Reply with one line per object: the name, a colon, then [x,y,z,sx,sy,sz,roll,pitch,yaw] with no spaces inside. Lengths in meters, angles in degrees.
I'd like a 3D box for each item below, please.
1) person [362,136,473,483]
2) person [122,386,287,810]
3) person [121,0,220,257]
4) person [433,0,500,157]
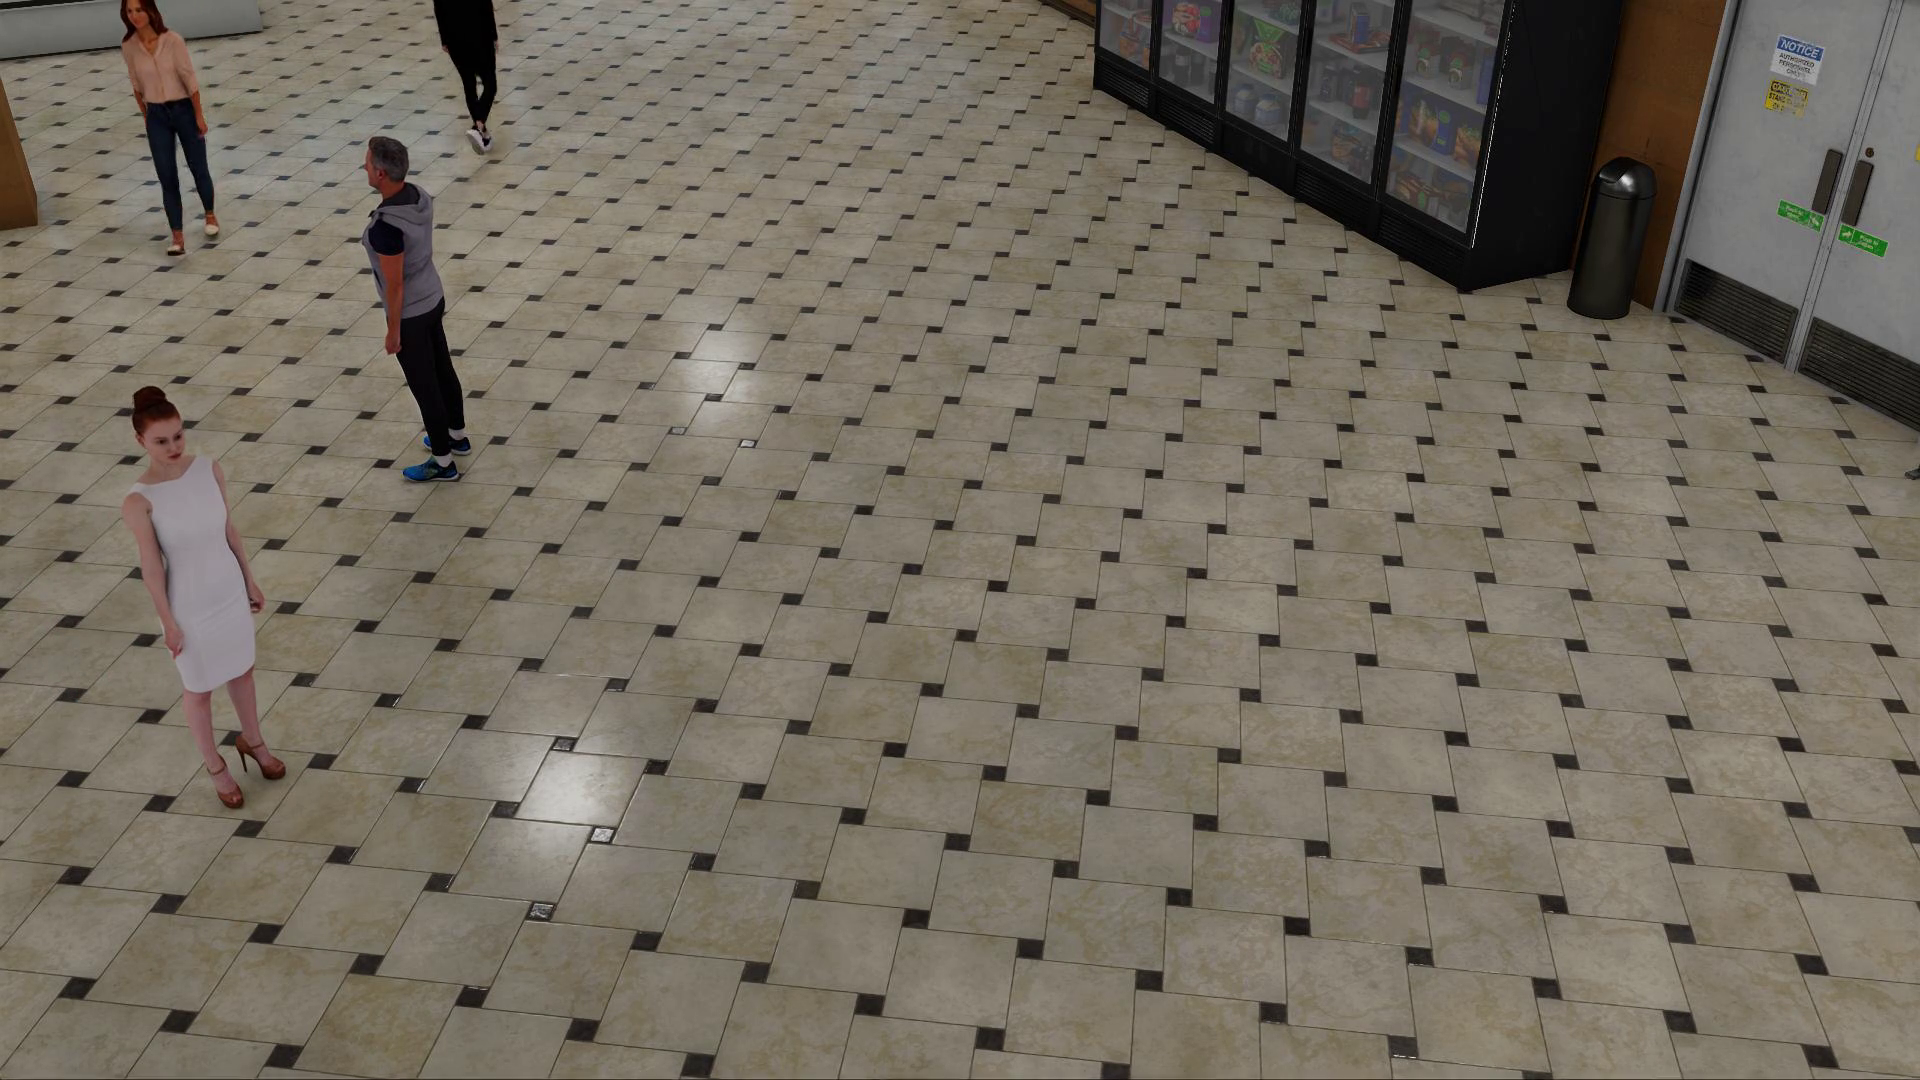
person: [-2.797,-1.187,8.570,0.748,1.830,0.771,1,32,2]
person: [-2.866,0.240,6.310,0.713,1.794,0.610,18,36,26]
person: [-5.341,-2.886,11.377,1.035,1.749,0.826,-7,33,-11]
person: [-3.806,-3.789,12.798,1.032,1.781,0.939,0,32,0]
